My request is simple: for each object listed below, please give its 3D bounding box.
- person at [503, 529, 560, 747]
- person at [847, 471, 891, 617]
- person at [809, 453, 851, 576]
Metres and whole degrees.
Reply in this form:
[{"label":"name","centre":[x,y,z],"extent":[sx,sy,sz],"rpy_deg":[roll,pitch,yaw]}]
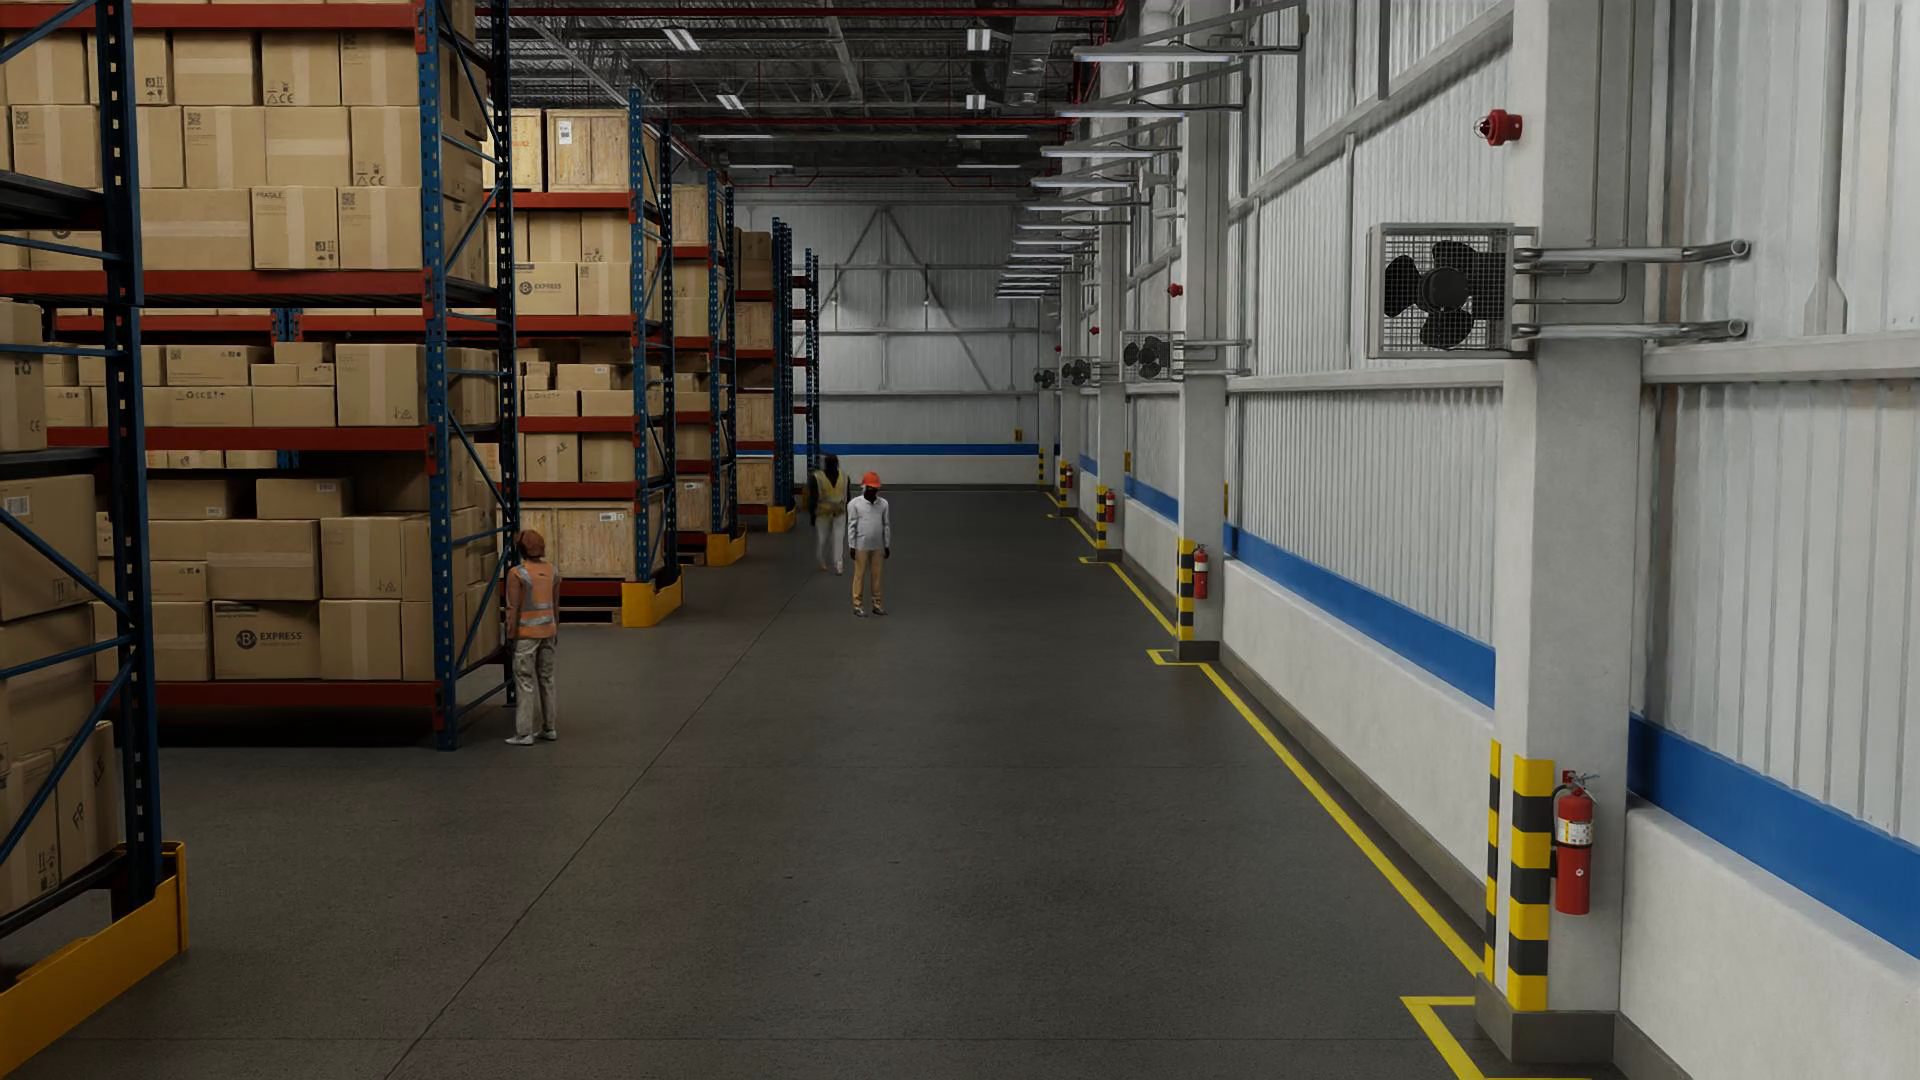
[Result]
[{"label":"person","centre":[-3.222,0.734,12.572],"extent":[0.314,1.629,0.527],"rpy_deg":[3,6,31]},{"label":"person","centre":[-1.074,0.051,19.847],"extent":[0.564,1.745,0.349],"rpy_deg":[-3,6,-30]},{"label":"person","centre":[-1.931,-0.391,24.641],"extent":[0.634,1.816,0.812],"rpy_deg":[-2,5,-17]}]
